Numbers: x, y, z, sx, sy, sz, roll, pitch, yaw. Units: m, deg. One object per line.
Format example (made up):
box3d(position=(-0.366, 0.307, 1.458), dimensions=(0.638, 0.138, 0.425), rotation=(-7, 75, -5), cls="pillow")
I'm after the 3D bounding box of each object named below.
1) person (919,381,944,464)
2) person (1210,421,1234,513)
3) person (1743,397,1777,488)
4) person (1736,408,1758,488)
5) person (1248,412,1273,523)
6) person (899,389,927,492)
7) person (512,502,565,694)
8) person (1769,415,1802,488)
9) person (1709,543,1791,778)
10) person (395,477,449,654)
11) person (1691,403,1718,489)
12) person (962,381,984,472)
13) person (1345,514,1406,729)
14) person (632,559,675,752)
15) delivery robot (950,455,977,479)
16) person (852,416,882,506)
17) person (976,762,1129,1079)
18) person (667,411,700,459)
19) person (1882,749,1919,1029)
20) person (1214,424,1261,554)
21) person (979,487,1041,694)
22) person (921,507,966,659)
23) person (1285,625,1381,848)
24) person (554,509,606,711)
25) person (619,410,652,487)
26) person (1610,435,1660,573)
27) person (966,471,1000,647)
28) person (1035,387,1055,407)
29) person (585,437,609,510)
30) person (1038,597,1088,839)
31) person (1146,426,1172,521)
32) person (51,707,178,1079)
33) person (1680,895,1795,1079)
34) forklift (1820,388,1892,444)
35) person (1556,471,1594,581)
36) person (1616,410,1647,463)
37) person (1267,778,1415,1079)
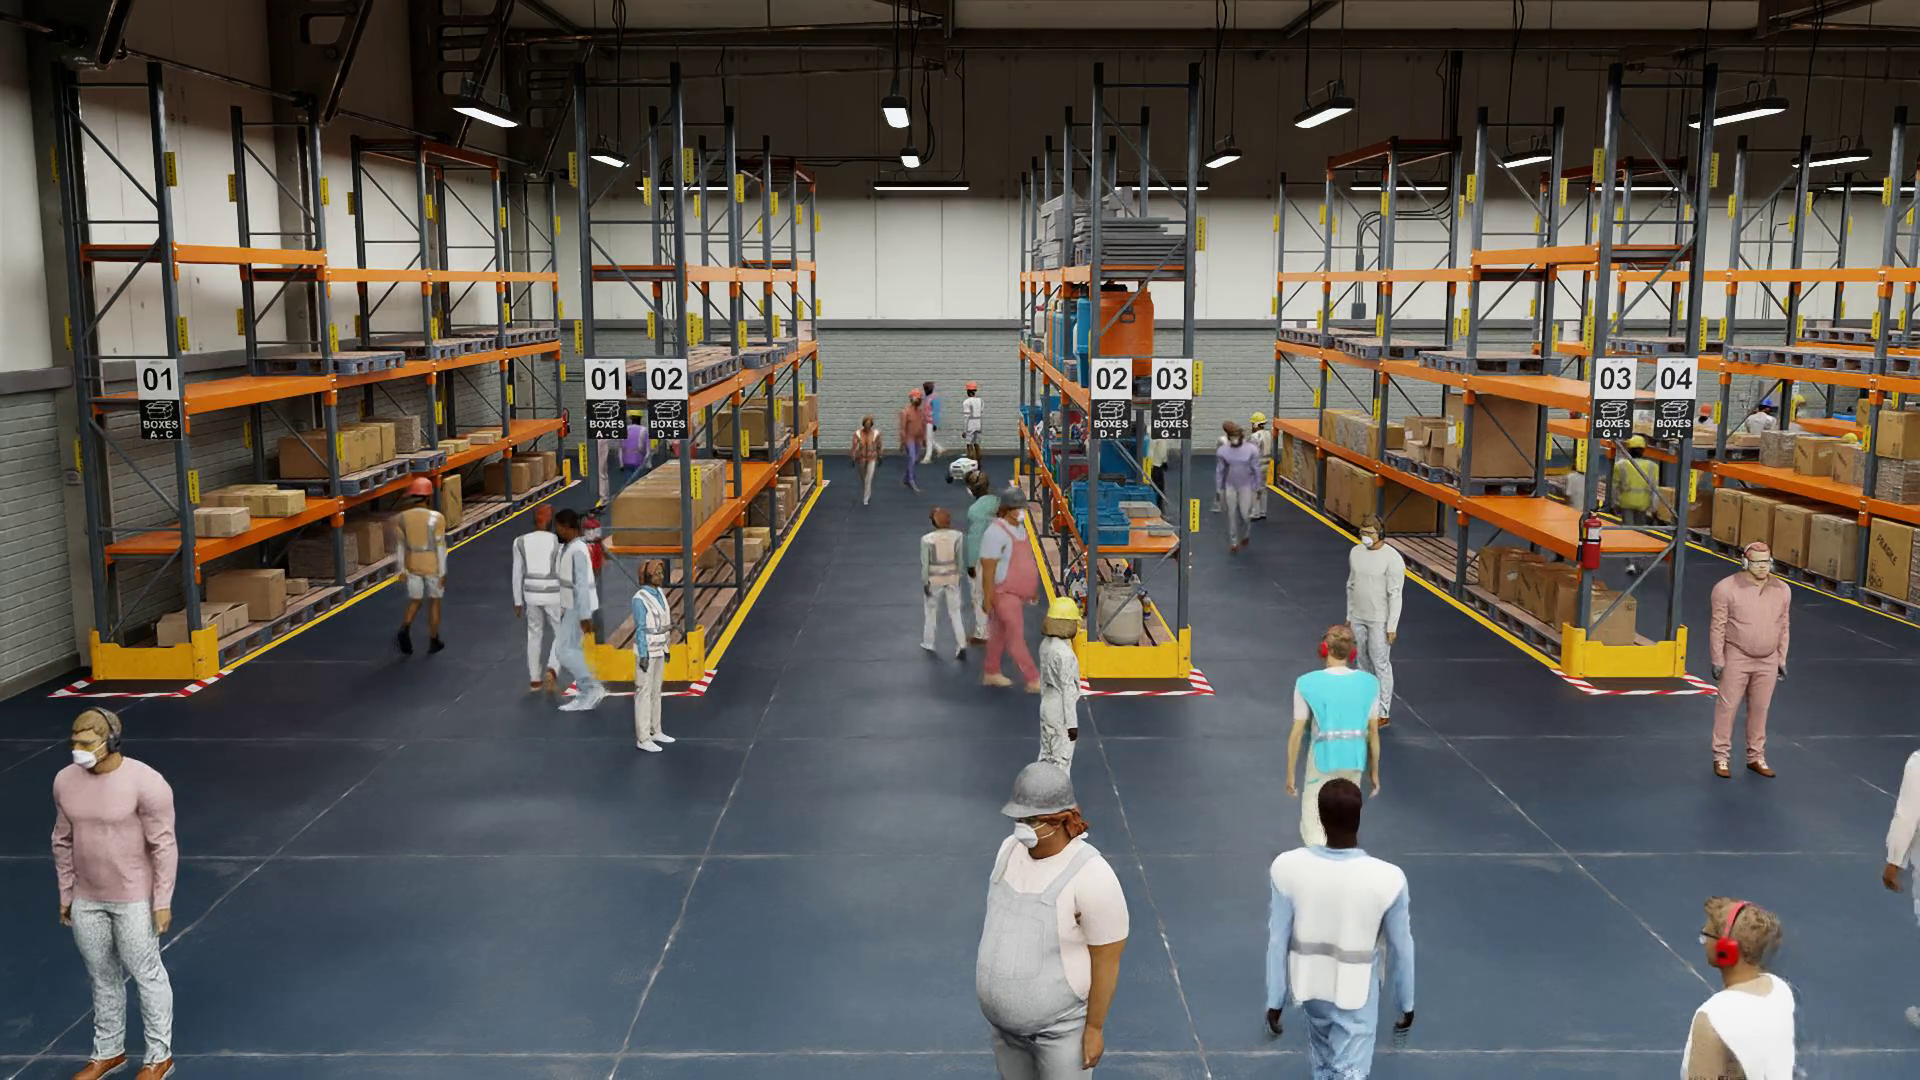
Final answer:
box3d(position=(-0.634, -2.574, 36.375), dimensions=(0.582, 1.828, 0.645), rotation=(-4, 10, -26), cls="person")
box3d(position=(4.543, -1.226, 28.405), dimensions=(0.526, 1.611, 0.731), rotation=(-3, 9, -18), cls="person")
box3d(position=(14.271, -1.587, 29.690), dimensions=(0.417, 1.936, 0.605), rotation=(-7, 11, -36), cls="person")
box3d(position=(14.714, -1.637, 30.975), dimensions=(0.507, 1.632, 0.264), rotation=(3, 9, 17), cls="person")
box3d(position=(4.916, -1.195, 27.500), dimensions=(0.404, 1.832, 0.600), rotation=(6, 11, 36), cls="person")
box3d(position=(-0.941, -1.894, 31.716), dimensions=(0.785, 1.967, 0.656), rotation=(8, 12, 43), cls="person")
box3d(position=(-4.018, 0.573, 16.004), dimensions=(0.604, 1.869, 0.619), rotation=(1, 9, 6), cls="person")
box3d(position=(14.249, -1.407, 28.835), dimensions=(0.543, 1.839, 0.816), rotation=(0, 9, -2), cls="person")
box3d(position=(6.357, 0.964, 13.374), dimensions=(0.642, 1.908, 0.407), rotation=(0, 9, -2), cls="person")
box3d(position=(-5.725, 0.293, 17.657), dimensions=(0.550, 1.920, 0.671), rotation=(1, 9, 9), cls="person")
box3d(position=(14.014, -1.743, 31.436), dimensions=(0.583, 1.709, 0.592), rotation=(-9, 12, -44), cls="person")
box3d(position=(0.241, -2.307, 34.316), dimensions=(0.357, 1.937, 0.550), rotation=(8, 12, 41), cls="person")
box3d(position=(3.687, 0.722, 14.866), dimensions=(0.373, 1.932, 0.625), rotation=(-5, 10, -29), cls="person")
box3d(position=(-2.627, 0.970, 14.185), dimensions=(0.311, 1.642, 0.514), rotation=(2, 9, 12), cls="person")
box3d(position=(0.074, -1.447, 32.916), dimensions=(0.477, 0.478, 0.707), rotation=(4, 10, 23), cls="delivery robot")
box3d(position=(-1.674, -1.444, 29.875), dimensions=(0.532, 1.594, 0.843), rotation=(0, 9, 0), cls="person")
box3d(position=(0.317, 1.908, 6.868), dimensions=(0.539, 2.000, 0.688), rotation=(-8, 12, -41), cls="person")
box3d(position=(-5.197, -1.855, 31.252), dimensions=(0.625, 1.981, 0.576), rotation=(-1, 9, -6), cls="person")
box3d(position=(5.182, 1.666, 8.770), dimensions=(0.635, 1.930, 0.487), rotation=(-2, 9, -13), cls="person")
box3d(position=(4.052, -0.742, 24.302), dimensions=(0.670, 1.917, 0.437), rotation=(3, 9, 21), cls="person")
box3d(position=(0.597, 0.469, 16.125), dimensions=(0.957, 2.000, 0.709), rotation=(4, 10, 26), cls="person")
box3d(position=(-0.165, 0.443, 17.691), dimensions=(0.511, 1.600, 0.820), rotation=(-3, 9, -20), cls="person")
box3d(position=(2.393, 1.463, 10.508), dimensions=(0.614, 1.810, 0.620), rotation=(-1, 9, -9), cls="person")
box3d(position=(-3.582, 0.655, 15.436), dimensions=(0.446, 1.879, 0.634), rotation=(-3, 9, -21), cls="person")
box3d(position=(-5.438, -1.298, 27.915), dimensions=(0.623, 1.902, 0.441), rotation=(2, 9, 11), cls="person")
box3d(position=(9.270, -0.489, 22.867), dimensions=(0.585, 1.897, 0.975), rotation=(2, 9, 10), cls="person")
box3d(position=(0.258, 0.204, 18.207), dimensions=(0.365, 1.930, 0.637), rotation=(4, 10, 26), cls="person")
box3d(position=(1.829, -2.290, 34.606), dimensions=(0.620, 1.807, 0.614), rotation=(9, 12, 44), cls="person")
box3d(position=(-6.352, -1.480, 29.100), dimensions=(0.402, 1.906, 0.652), rotation=(0, 9, 0), cls="person")
box3d(position=(0.727, 1.268, 11.947), dimensions=(0.299, 1.743, 0.486), rotation=(-3, 9, -20), cls="person")
box3d(position=(3.243, -1.248, 27.374), dimensions=(0.449, 1.984, 0.641), rotation=(2, 9, 13), cls="person")
box3d(position=(-4.148, 1.761, 8.168), dimensions=(0.641, 1.940, 0.394), rotation=(2, 9, 11), cls="person")
box3d(position=(2.780, 2.172, 5.928), dimensions=(0.887, 1.811, 0.566), rotation=(8, 12, 43), cls="person")
box3d(position=(20.072, -3.110, 36.462), dimensions=(1.873, 2.768, 1.129), rotation=(0, 9, 0), cls="forklift")
box3d(position=(7.939, -0.231, 21.292), dimensions=(0.563, 1.826, 0.858), rotation=(-3, 9, -17), cls="person")
box3d(position=(12.929, -1.954, 32.143), dimensions=(0.620, 1.917, 0.634), rotation=(2, 9, 15), cls="person")
box3d(position=(1.642, 1.946, 7.190), dimensions=(0.595, 1.871, 0.980), rotation=(6, 11, 33), cls="person")
